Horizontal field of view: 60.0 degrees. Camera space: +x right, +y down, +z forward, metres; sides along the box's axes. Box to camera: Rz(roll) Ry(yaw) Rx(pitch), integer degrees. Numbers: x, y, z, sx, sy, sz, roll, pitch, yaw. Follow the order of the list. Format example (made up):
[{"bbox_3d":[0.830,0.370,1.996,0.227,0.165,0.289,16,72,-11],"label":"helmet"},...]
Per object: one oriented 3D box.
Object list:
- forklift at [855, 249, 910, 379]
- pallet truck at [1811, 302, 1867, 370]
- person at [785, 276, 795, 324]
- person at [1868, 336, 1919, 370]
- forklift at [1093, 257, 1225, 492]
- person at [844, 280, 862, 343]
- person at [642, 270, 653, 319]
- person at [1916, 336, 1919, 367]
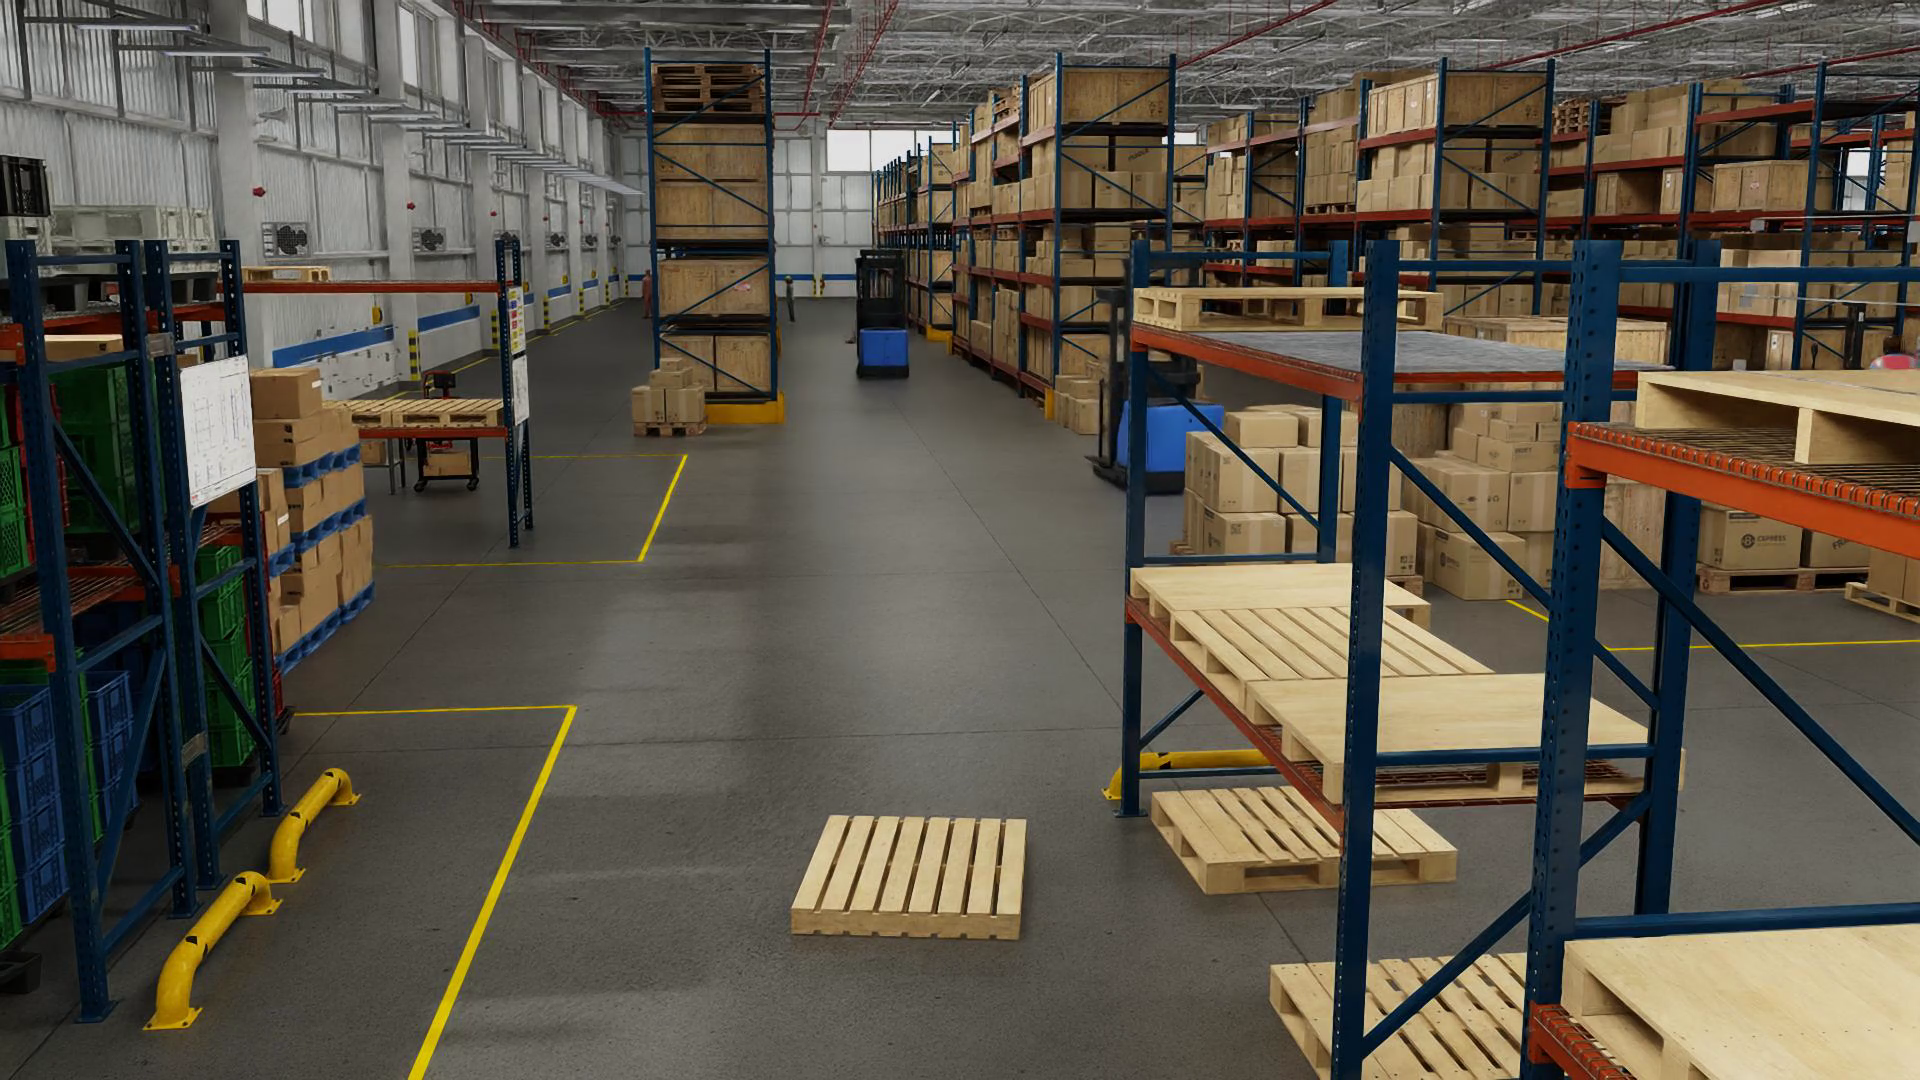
[{"bbox_3d":[-1.720,-5.014,36.717,1.129,2.768,1.873,-1,10,-6],"label":"forklift"},{"bbox_3d":[15.846,-3.142,28.793,1.885,1.965,0.823,2,10,12],"label":"pallet truck"},{"bbox_3d":[-6.204,-8.741,60.524,0.324,1.740,0.492,-3,11,-15],"label":"person"},{"bbox_3d":[12.170,-1.763,21.741,0.637,1.797,0.971,2,10,12],"label":"person"},{"bbox_3d":[2.457,-2.059,20.345,1.129,2.768,1.873,-2,10,-12],"label":"forklift"},{"bbox_3d":[-2.878,-6.684,48.807,0.969,1.866,0.654,-1,10,-4],"label":"person"},{"bbox_3d":[-12.072,-9.523,64.449,0.401,1.894,0.653,8,13,37],"label":"person"},{"bbox_3d":[15.307,-2.626,26.125,0.543,1.928,0.372,8,13,39],"label":"person"}]
